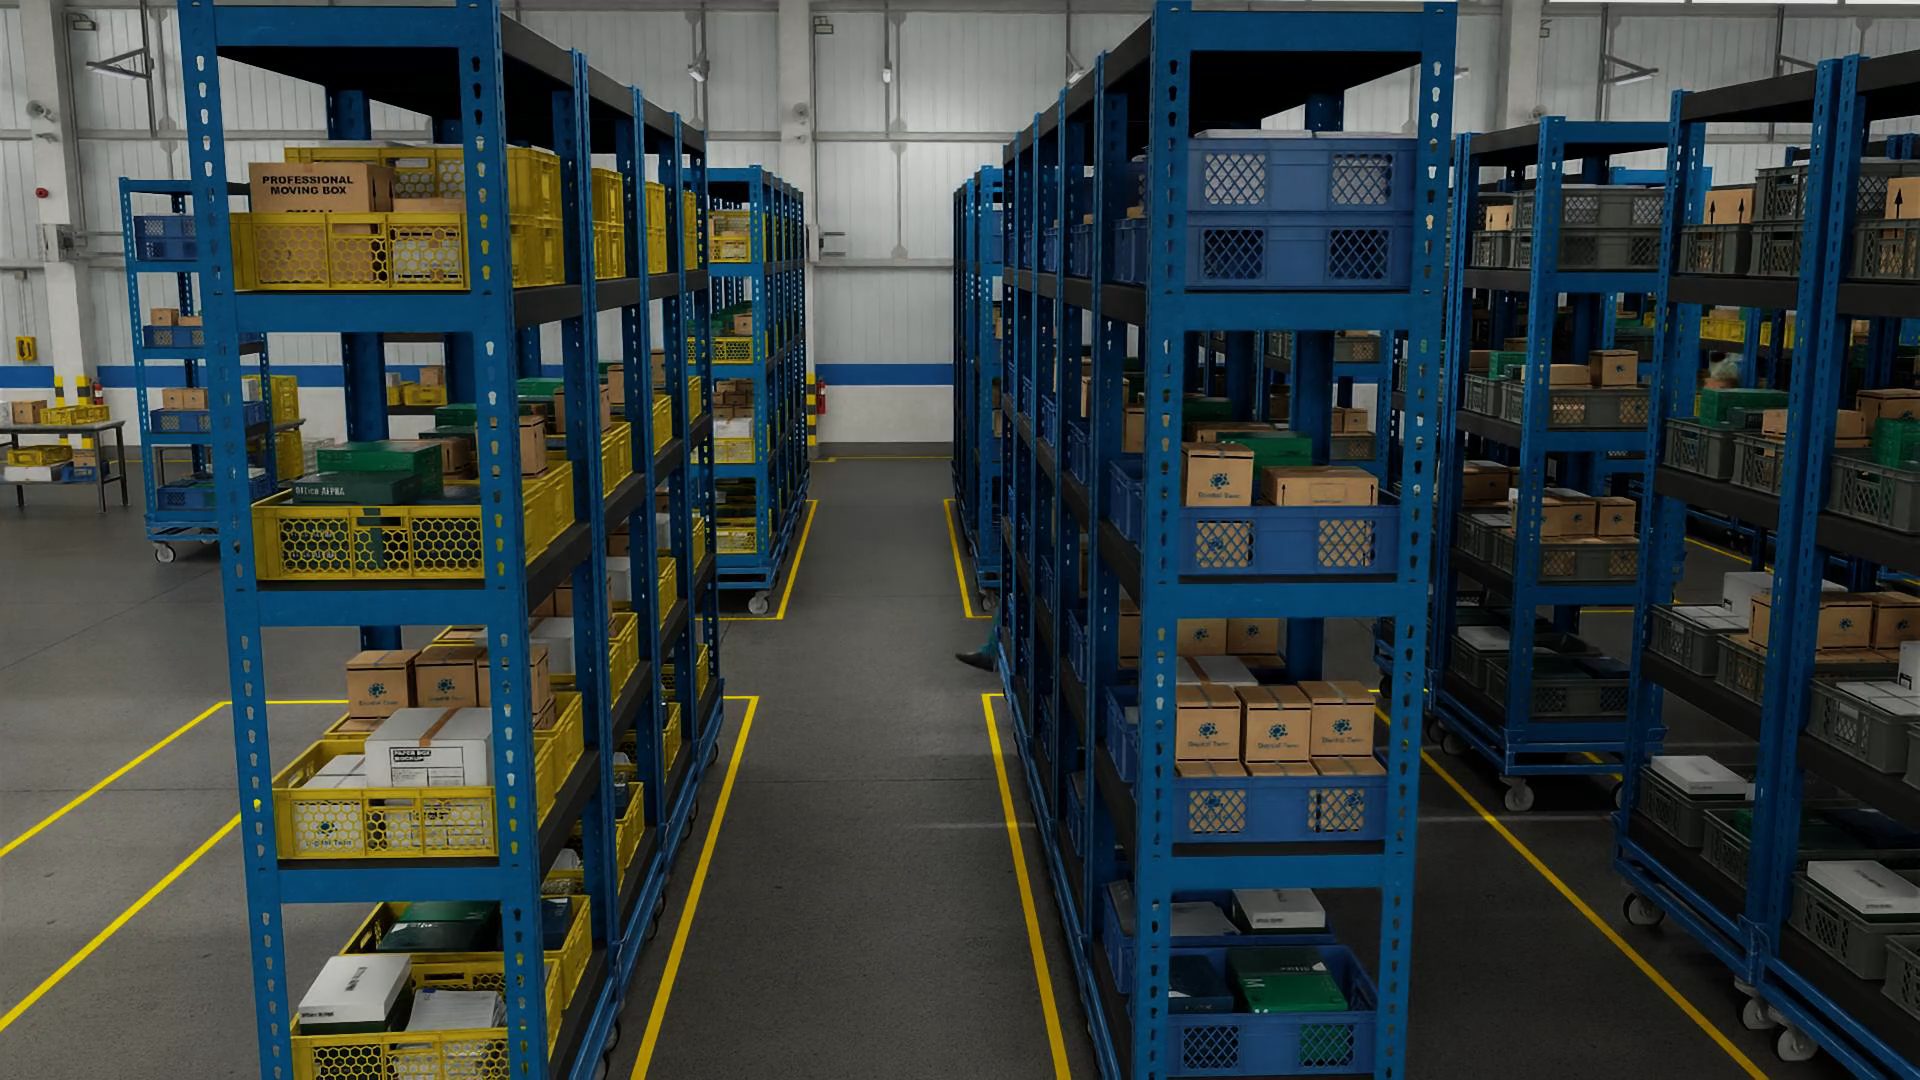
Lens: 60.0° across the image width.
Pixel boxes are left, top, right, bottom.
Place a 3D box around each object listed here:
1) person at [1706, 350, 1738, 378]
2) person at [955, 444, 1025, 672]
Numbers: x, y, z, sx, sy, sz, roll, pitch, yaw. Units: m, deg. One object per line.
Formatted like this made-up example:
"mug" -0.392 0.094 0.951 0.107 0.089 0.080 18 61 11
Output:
"person" 10.060 -1.815 22.127 0.472 1.818 0.617 -2 10 -10
"person" 0.462 0.059 11.525 0.949 1.793 0.596 -4 11 -19
